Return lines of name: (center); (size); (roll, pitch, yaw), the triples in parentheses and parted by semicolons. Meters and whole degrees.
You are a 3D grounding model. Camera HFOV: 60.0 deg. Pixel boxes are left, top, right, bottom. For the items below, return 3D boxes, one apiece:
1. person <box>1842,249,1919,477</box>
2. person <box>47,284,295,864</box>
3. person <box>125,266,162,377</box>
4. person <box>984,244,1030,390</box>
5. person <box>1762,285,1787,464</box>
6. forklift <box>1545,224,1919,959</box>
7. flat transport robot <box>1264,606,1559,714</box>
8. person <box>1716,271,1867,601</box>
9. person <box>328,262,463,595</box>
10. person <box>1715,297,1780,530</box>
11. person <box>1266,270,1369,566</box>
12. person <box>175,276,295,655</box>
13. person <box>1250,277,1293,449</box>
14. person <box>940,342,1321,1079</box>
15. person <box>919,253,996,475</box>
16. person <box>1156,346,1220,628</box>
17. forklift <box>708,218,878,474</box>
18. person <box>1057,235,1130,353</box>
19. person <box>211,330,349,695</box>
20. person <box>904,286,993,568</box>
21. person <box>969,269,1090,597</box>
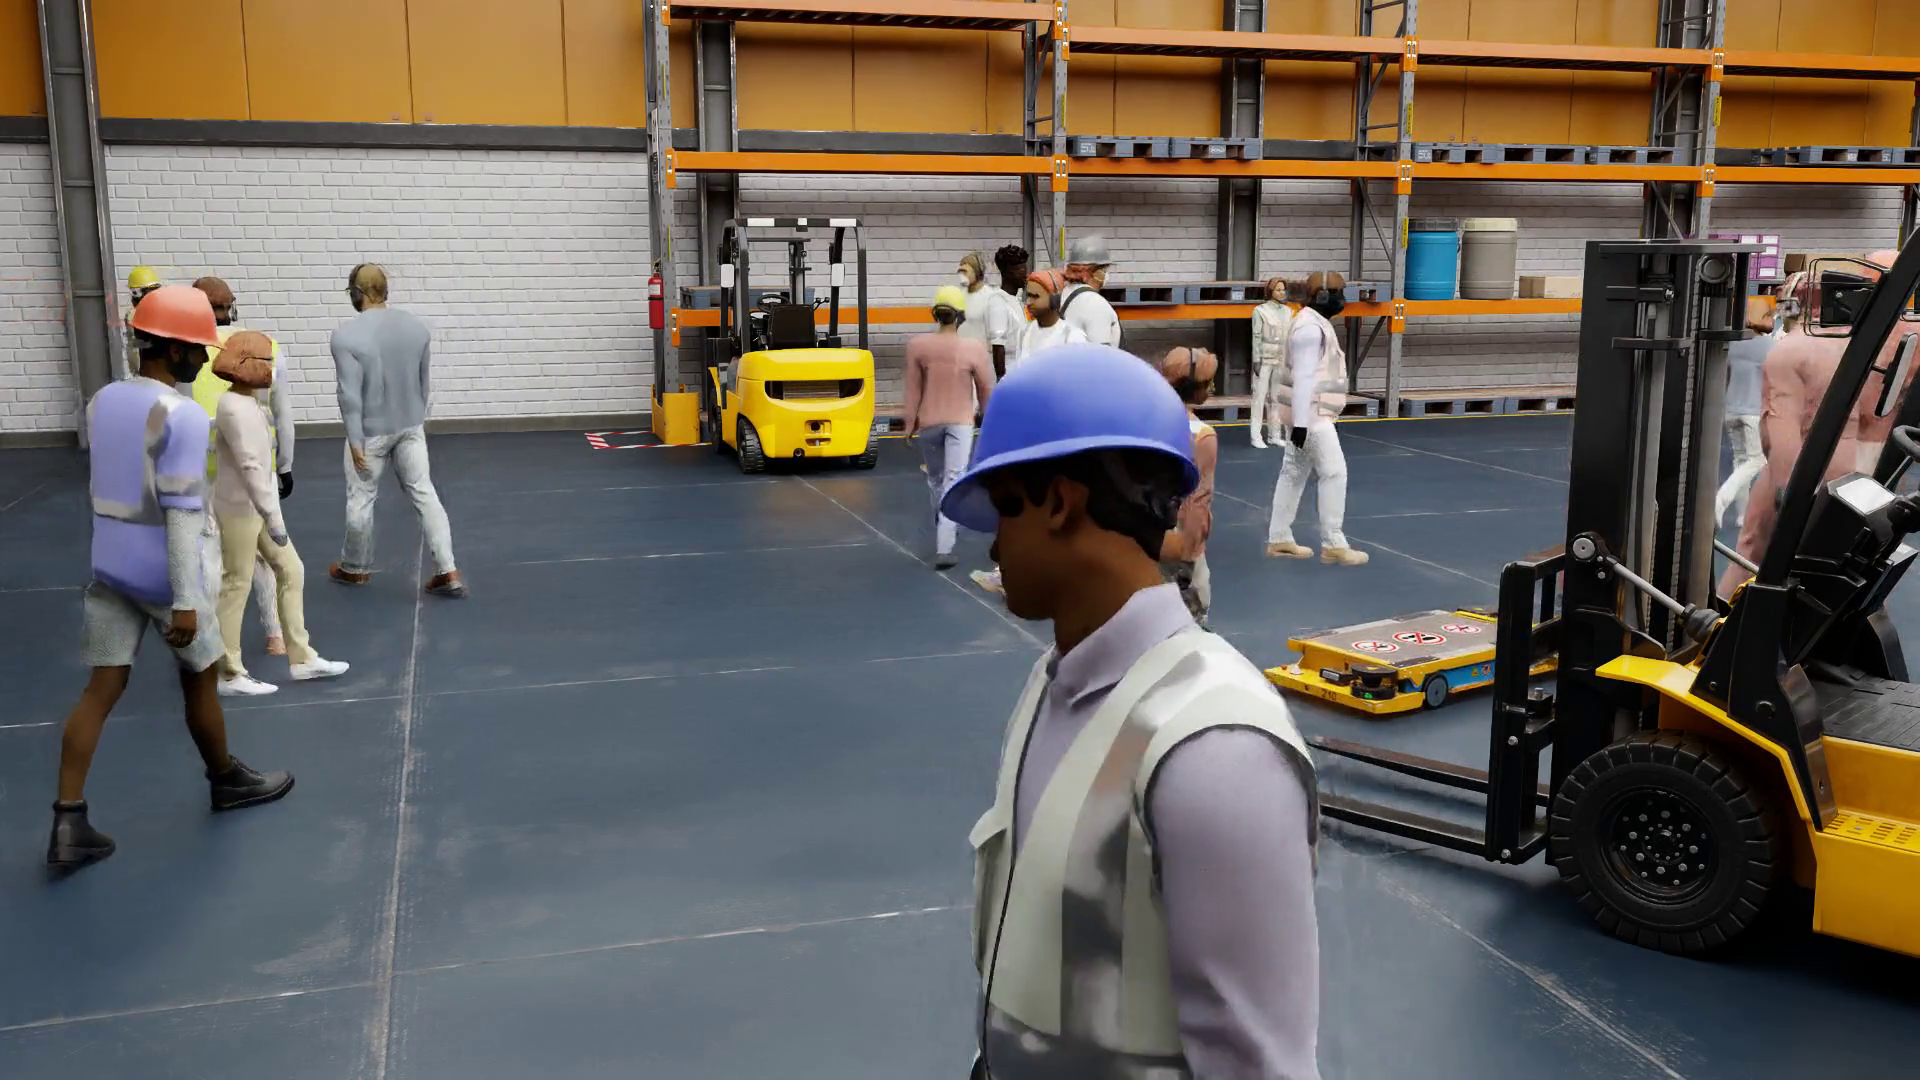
person: (4.750, -0.566, 8.909); (0.692, 1.952, 0.524); (7, 12, 33)
person: (-2.693, 0.104, 5.499); (0.629, 1.872, 0.970); (5, 11, 24)
person: (-6.695, -1.377, 13.847); (0.946, 1.780, 0.612); (3, 11, 15)
person: (0.362, -1.192, 12.312); (0.365, 1.965, 0.608); (2, 11, 12)
person: (7.253, -1.433, 14.580); (0.687, 1.618, 0.521); (-1, 10, -6)
forklift: (2.909, 0.117, 4.508); (2.313, 2.155, 1.214); (9, 14, 40)
flat transport robot: (2.129, 0.524, 7.557); (1.431, 0.197, 0.652); (-7, 12, -34)
person: (3.962, -0.333, 7.914); (0.688, 1.851, 0.984); (-5, 11, -25)
person: (-3.237, -0.621, 9.431); (1.033, 1.892, 0.647); (9, 13, 40)
person: (5.390, -0.861, 11.442); (0.705, 1.609, 0.506); (-6, 12, -30)
person: (2.280, -0.754, 10.326); (0.769, 1.810, 0.654); (3, 11, 14)
person: (-3.509, -0.333, 7.960); (0.623, 1.839, 0.429); (-5, 12, -27)
person: (3.000, -1.700, 15.987); (0.514, 1.642, 0.310); (-7, 12, -34)
person: (0.209, 0.752, 1.848); (0.373, 1.907, 0.705); (-3, 11, -15)
person: (0.092, -1.438, 13.900); (1.040, 1.884, 0.636); (-6, 12, -29)
person: (0.771, 0.020, 6.657); (0.807, 1.600, 0.565); (-9, 13, -39)
forklift: (-1.522, -1.778, 14.899); (1.214, 2.155, 2.313); (-3, 11, -17)
person: (0.854, -0.943, 10.744); (0.536, 2.000, 0.686); (-4, 11, -23)
person: (-3.028, -0.113, 7.343); (0.649, 1.612, 0.520); (-3, 11, -15)
person: (-0.056, -0.718, 10.399); (0.552, 1.715, 0.917); (3, 11, 14)
person: (0.412, -0.597, 9.402); (0.975, 1.835, 0.582); (-6, 12, -28)
